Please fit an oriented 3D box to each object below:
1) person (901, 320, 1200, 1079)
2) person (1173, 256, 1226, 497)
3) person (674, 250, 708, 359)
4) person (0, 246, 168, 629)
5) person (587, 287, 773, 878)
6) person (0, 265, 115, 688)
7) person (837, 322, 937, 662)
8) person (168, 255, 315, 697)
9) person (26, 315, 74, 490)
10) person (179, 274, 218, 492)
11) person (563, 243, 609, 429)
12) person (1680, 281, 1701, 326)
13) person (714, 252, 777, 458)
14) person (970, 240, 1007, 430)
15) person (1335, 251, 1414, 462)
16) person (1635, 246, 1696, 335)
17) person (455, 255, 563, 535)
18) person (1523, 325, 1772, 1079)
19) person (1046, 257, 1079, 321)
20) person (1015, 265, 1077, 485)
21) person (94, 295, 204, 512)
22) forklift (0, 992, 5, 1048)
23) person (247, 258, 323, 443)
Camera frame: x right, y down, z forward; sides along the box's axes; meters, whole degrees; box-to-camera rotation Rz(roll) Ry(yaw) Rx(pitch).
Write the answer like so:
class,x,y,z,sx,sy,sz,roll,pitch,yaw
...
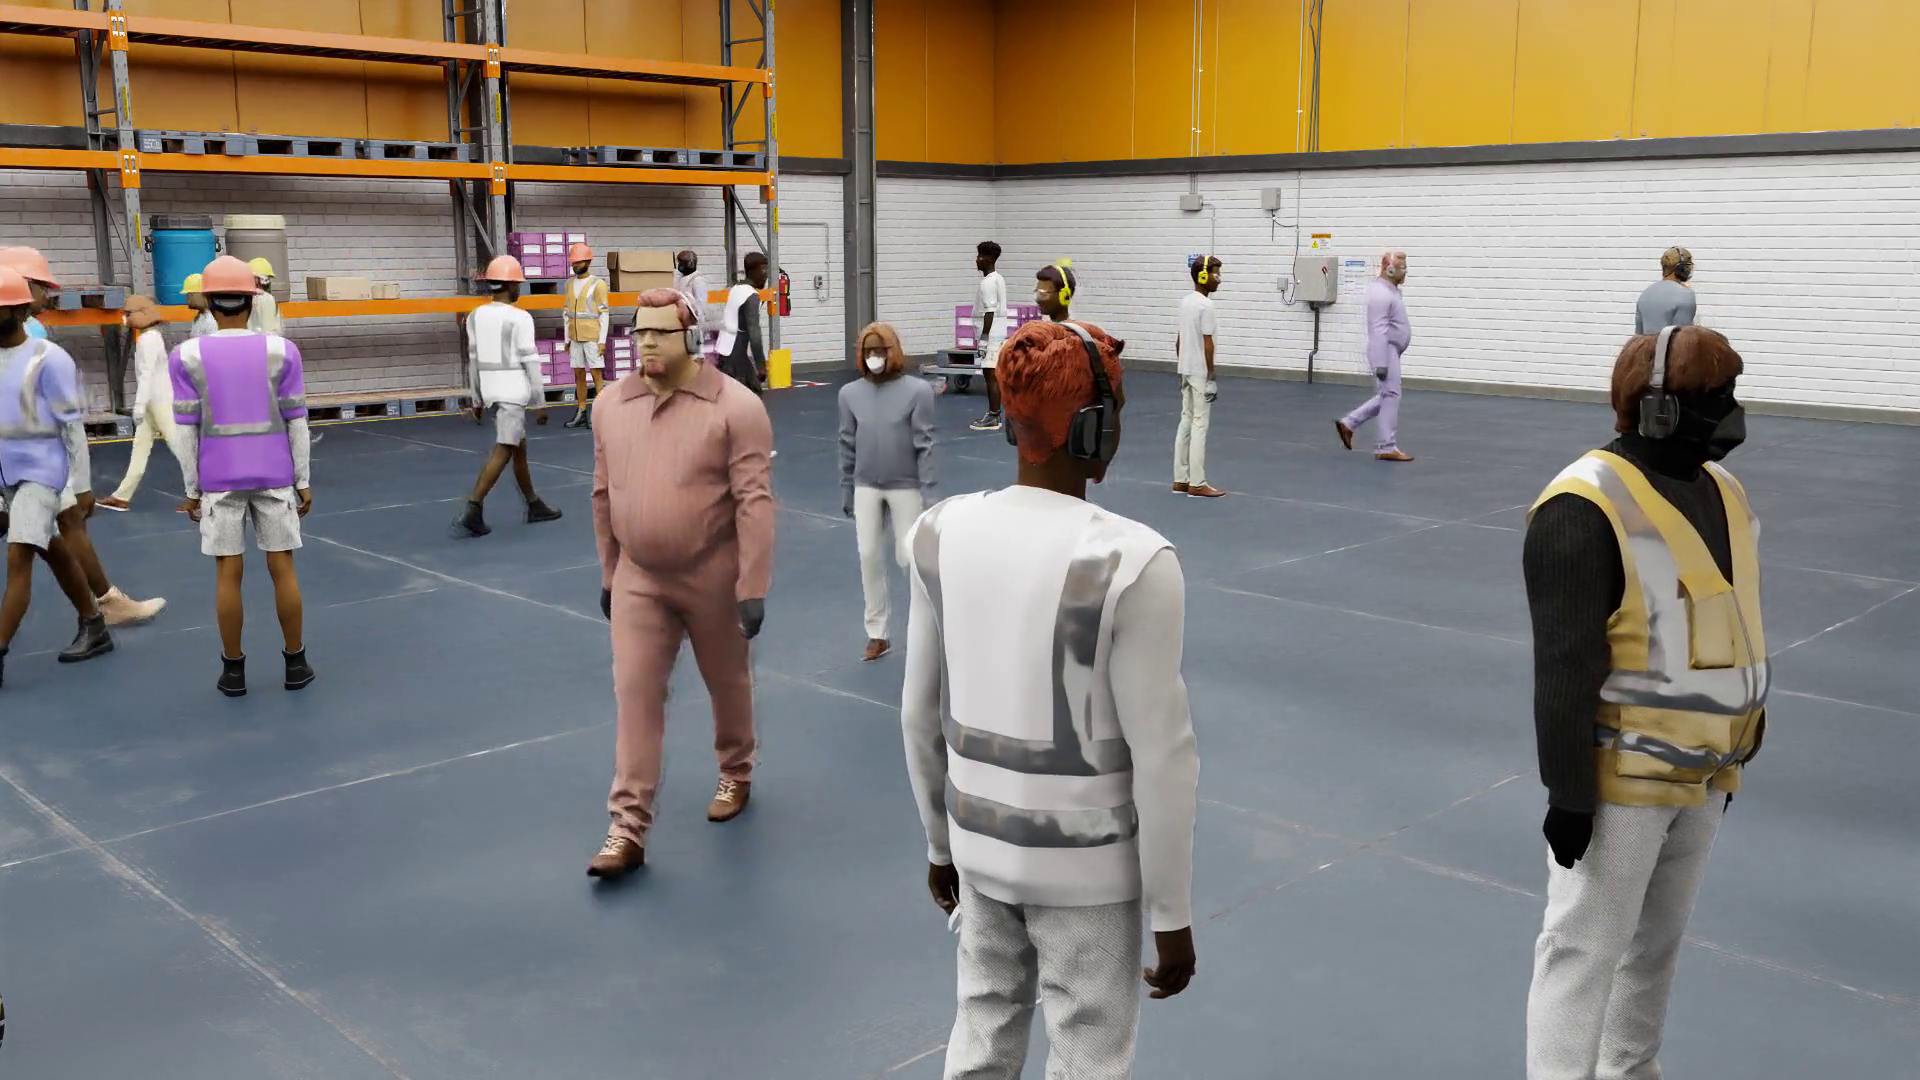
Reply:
class,x,y,z,sx,sy,sz,roll,pitch,yaw
person,0.161,0.565,2.891,0.584,1.882,0.345,9,14,41
person,1.857,-1.262,12.926,0.329,1.860,0.513,-4,11,-19
person,-3.273,-2.563,20.063,0.429,1.844,0.627,-7,13,-34
person,-4.709,-0.480,8.384,1.051,1.976,0.595,-7,13,-35
person,-0.930,0.109,5.457,0.664,1.852,0.986,2,11,13
person,-4.307,-0.296,7.580,0.570,1.881,0.981,4,11,20
person,-0.334,-0.248,8.041,0.523,1.616,0.535,3,11,18
person,-3.147,-0.274,7.331,0.544,1.935,0.361,-5,11,-23
person,-7.045,-1.132,12.687,0.421,1.688,0.536,-9,14,-40
person,-5.894,-1.248,13.220,0.578,1.729,0.488,-7,13,-34
person,-3.938,-2.123,17.408,0.551,1.934,0.362,5,12,27
person,6.736,-1.648,15.688,0.762,1.614,0.518,-10,14,-42
person,-1.922,-1.606,14.756,0.783,1.871,0.610,-3,11,-17
person,0.301,-2.138,17.403,0.367,1.966,0.607,2,11,10
person,3.772,-1.650,14.959,0.639,1.883,0.655,3,11,18
person,5.462,-1.291,12.884,0.374,1.933,0.627,-2,11,-12
person,-3.129,-0.993,11.377,0.560,1.896,0.984,7,12,32
person,1.430,0.480,3.467,0.634,1.842,0.429,-8,13,-37
person,1.336,-2.907,22.232,0.527,1.740,0.819,-4,11,-23
person,0.532,-0.624,9.450,0.397,1.855,0.561,-5,11,-24
person,-5.911,-0.972,12.065,0.842,1.585,0.519,-5,12,-26
forklift,-3.245,0.323,3.363,2.313,2.155,1.214,2,11,13
person,-6.498,-1.746,15.704,0.622,1.799,0.752,7,13,34
